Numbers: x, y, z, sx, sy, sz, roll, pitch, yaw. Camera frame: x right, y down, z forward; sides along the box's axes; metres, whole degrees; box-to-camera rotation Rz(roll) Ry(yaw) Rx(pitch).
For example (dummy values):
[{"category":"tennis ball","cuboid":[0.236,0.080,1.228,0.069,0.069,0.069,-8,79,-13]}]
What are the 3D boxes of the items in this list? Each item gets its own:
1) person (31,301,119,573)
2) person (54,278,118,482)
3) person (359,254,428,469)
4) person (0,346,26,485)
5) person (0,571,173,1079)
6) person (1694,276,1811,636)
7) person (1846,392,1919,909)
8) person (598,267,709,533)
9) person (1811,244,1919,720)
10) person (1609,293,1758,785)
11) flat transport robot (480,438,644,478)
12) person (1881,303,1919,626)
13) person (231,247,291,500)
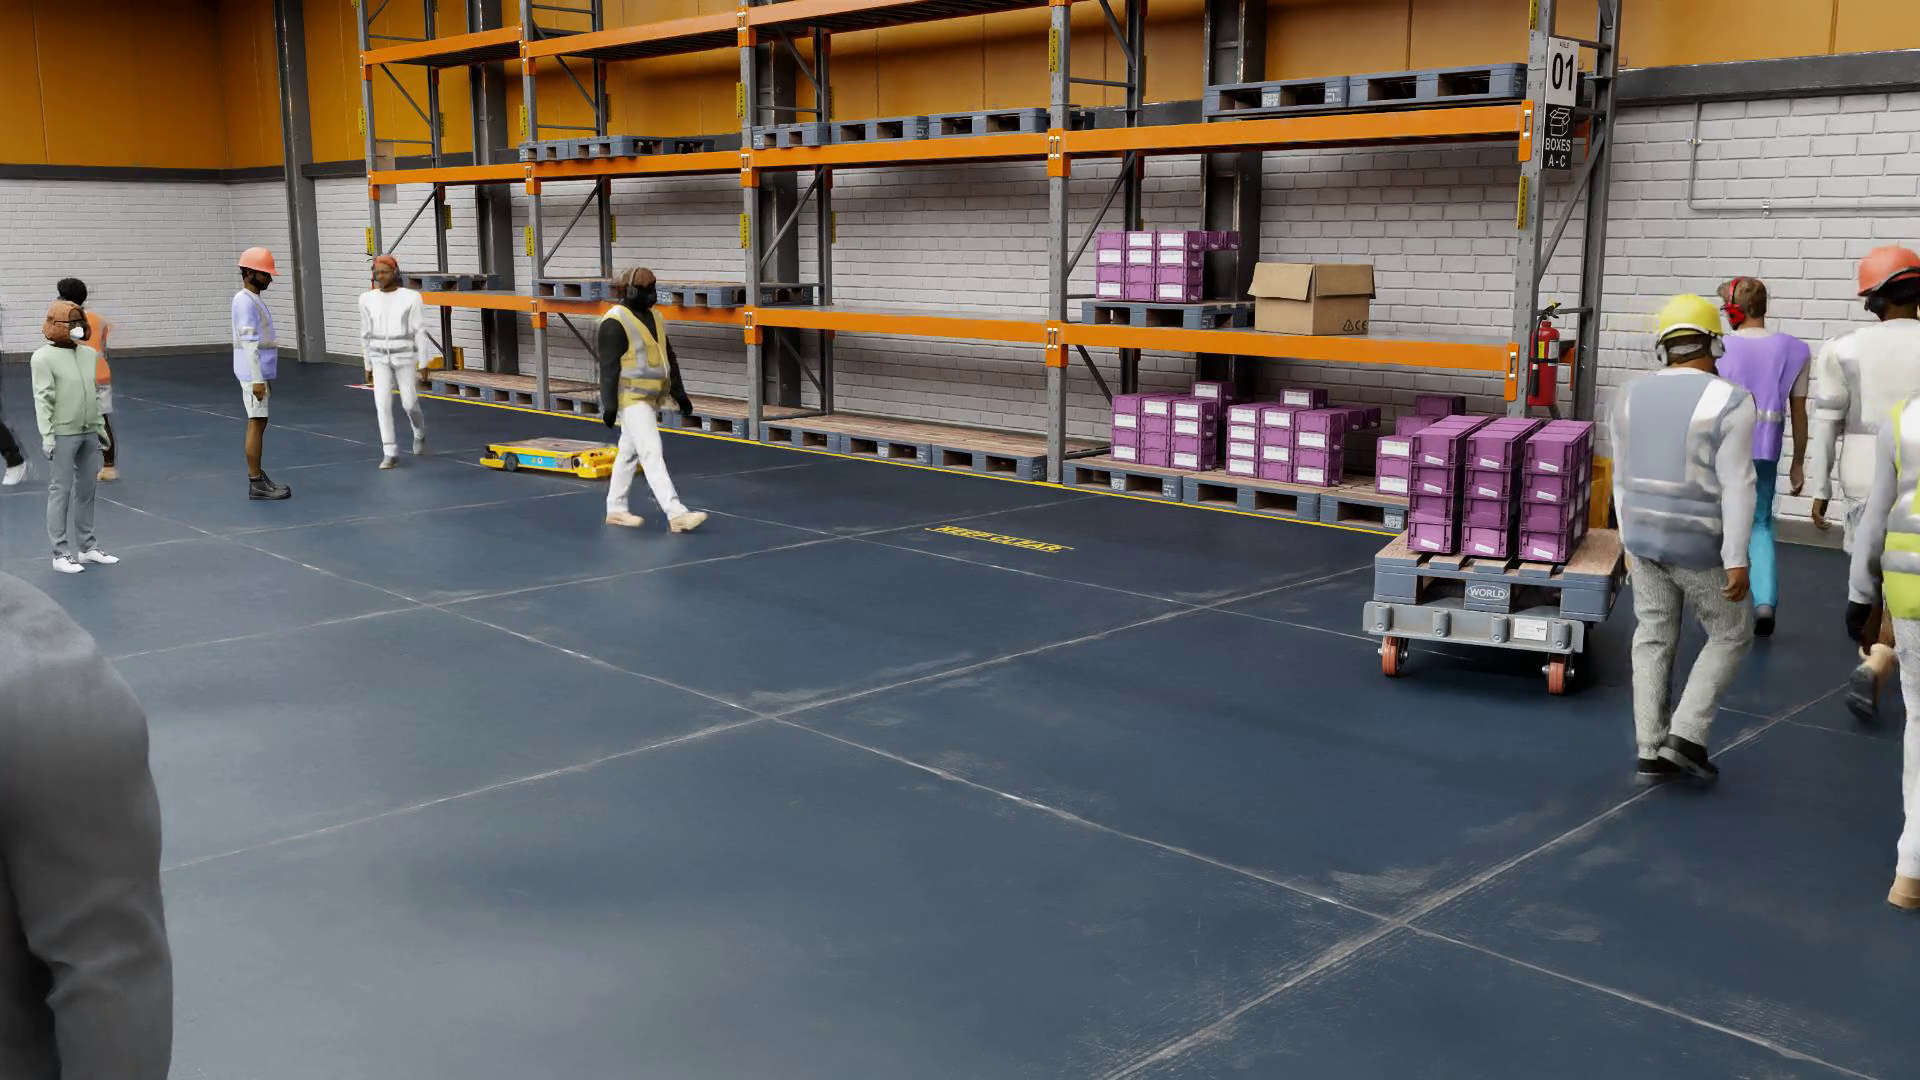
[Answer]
[{"category":"person","cuboid":[-5.369,-0.629,10.083,0.267,1.632,0.507,2,11,13]},{"category":"person","cuboid":[-7.187,-1.292,13.588,0.523,1.681,0.544,5,11,23]},{"category":"person","cuboid":[-4.963,-1.579,14.651,0.585,1.860,0.770,0,10,-1]},{"category":"person","cuboid":[-7.828,-1.315,13.193,0.594,1.877,0.858,-1,10,-5]},{"category":"person","cuboid":[-1.181,0.715,1.920,0.638,1.938,0.357,5,11,24]},{"category":"person","cuboid":[3.932,-0.412,8.391,0.596,1.820,0.522,2,11,10]},{"category":"person","cuboid":[3.115,0.206,5.075,0.773,1.799,0.649,-9,13,-39]},{"category":"person","cuboid":[-2.105,-0.951,11.388,0.930,1.796,0.635,3,11,17]},{"category":"person","cuboid":[3.941,-0.248,7.053,0.625,1.999,0.946,7,13,34]},{"category":"person","cuboid":[2.657,0.012,6.109,0.421,1.808,0.619,-6,12,-28]},{"category":"flat transport robot","cuboid":[-3.398,-0.720,14.299,1.431,0.197,0.652,7,12,33]},{"category":"person","cuboid":[4.654,-0.364,8.042,0.384,1.853,0.536,10,14,42]},{"category":"person","cuboid":[-5.377,-1.273,12.795,0.374,1.927,0.542,-4,11,-19]}]
